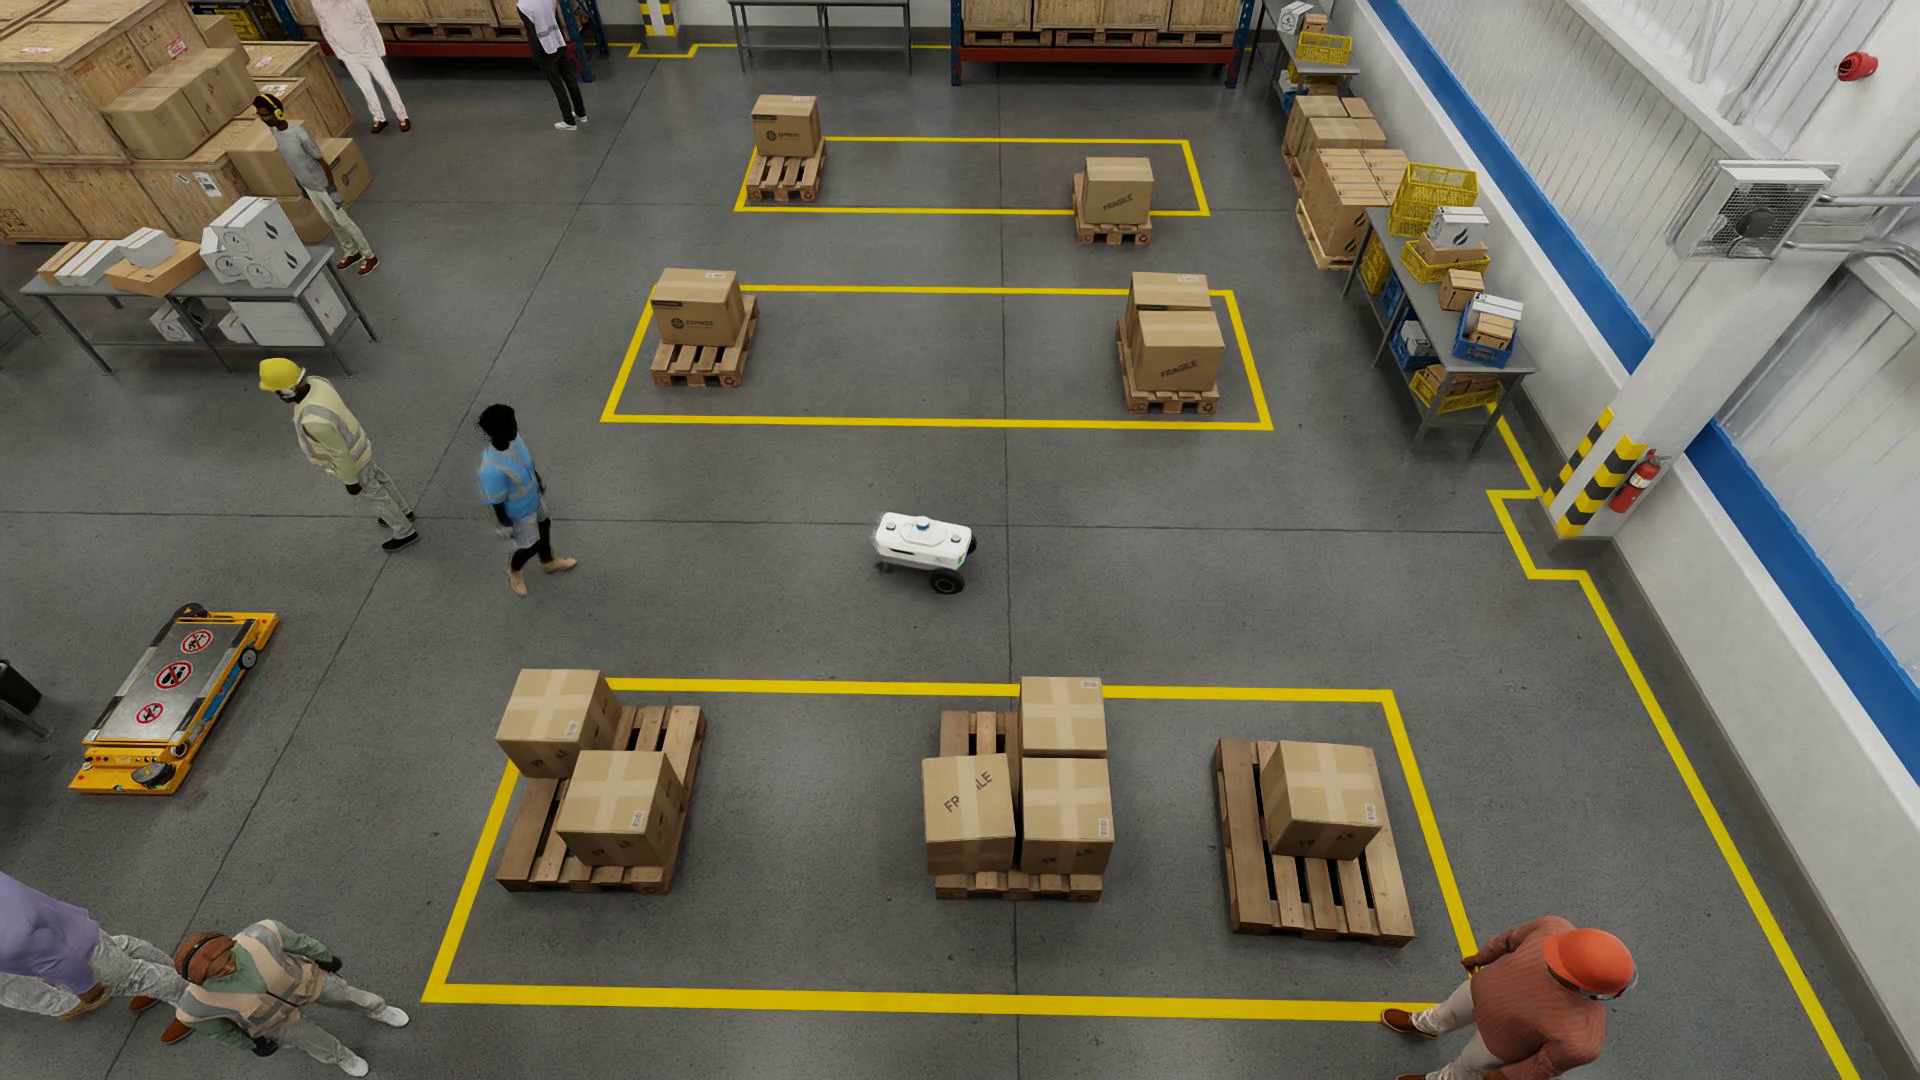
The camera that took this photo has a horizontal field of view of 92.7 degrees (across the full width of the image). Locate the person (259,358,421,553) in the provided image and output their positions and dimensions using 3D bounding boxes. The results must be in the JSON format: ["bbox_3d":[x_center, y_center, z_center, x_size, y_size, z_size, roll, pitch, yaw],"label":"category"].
[{"bbox_3d":[-4.614,-0.629,6.867,0.403,1.827,0.599,-20,53,-16],"label":"person"}]

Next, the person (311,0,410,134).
[{"bbox_3d":[-7.483,-6.065,11.422,0.642,1.902,0.399,-4,50,-3],"label":"person"}]

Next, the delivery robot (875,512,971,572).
[{"bbox_3d":[-0.284,0.010,7.097,0.707,0.478,0.477,11,51,9],"label":"delivery robot"}]

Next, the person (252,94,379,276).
[{"bbox_3d":[-6.571,-3.596,9.352,0.538,1.869,0.313,17,52,14],"label":"person"}]

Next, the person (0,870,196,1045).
[{"bbox_3d":[-4.458,2.039,4.539,0.631,1.940,0.372,26,55,21],"label":"person"}]

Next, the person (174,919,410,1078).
[{"bbox_3d":[-3.319,2.274,4.540,0.313,1.634,0.514,19,52,16],"label":"person"}]

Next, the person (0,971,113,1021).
[{"bbox_3d":[-5.137,1.986,4.646,0.429,1.845,0.621,-37,59,-27],"label":"person"}]

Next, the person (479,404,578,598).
[{"bbox_3d":[-3.271,-0.277,6.672,0.573,1.666,0.584,-2,50,-2],"label":"person"}]

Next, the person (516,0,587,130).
[{"bbox_3d":[-5.140,-6.154,11.484,0.391,1.922,0.593,17,52,14],"label":"person"}]

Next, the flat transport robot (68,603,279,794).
[{"bbox_3d":[-5.504,1.072,6.442,0.652,0.197,1.431,1,50,1],"label":"flat transport robot"}]

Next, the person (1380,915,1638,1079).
[{"bbox_3d":[2.553,2.240,4.333,0.377,1.995,0.612,4,50,4],"label":"person"}]
